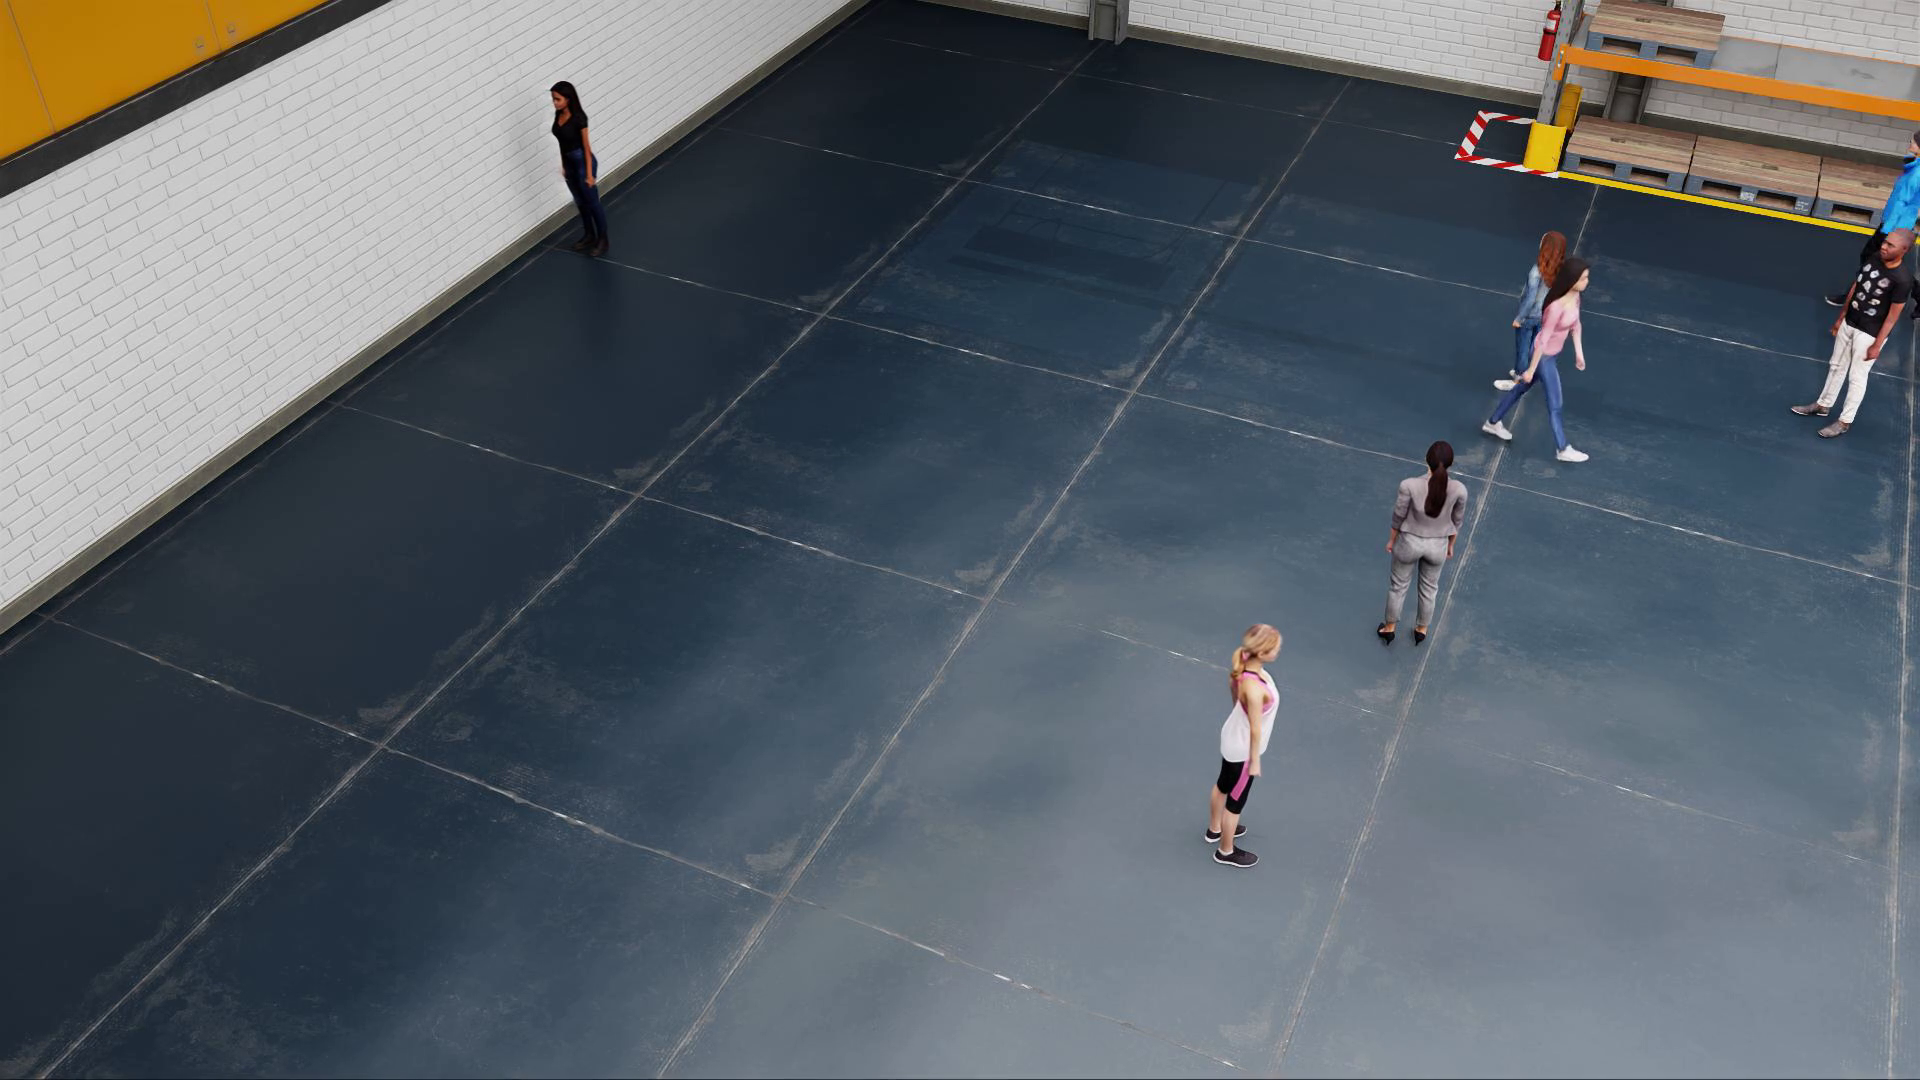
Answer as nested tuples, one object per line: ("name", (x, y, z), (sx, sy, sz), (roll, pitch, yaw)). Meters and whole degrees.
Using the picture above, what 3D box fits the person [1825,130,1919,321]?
("person", (8.279, -2.695, 14.516), (1.102, 1.765, 0.632), (18, 42, 21))

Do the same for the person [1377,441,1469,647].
("person", (3.092, 0.042, 11.157), (0.631, 1.679, 0.749), (4, 39, 6))

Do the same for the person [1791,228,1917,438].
("person", (7.181, -1.668, 13.198), (0.801, 1.805, 0.764), (-8, 39, -10))

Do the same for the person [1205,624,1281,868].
("person", (1.625, 1.181, 9.643), (0.690, 1.788, 0.682), (-4, 39, -5))

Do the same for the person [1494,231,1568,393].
("person", (4.747, -1.886, 13.733), (0.628, 1.477, 0.624), (-29, 47, -32))

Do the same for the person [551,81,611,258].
("person", (-3.548, -3.478, 15.524), (0.558, 1.729, 0.658), (27, 46, 29))

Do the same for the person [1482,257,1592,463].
("person", (4.514, -1.459, 13.020), (1.135, 1.700, 0.687), (23, 44, 26))
